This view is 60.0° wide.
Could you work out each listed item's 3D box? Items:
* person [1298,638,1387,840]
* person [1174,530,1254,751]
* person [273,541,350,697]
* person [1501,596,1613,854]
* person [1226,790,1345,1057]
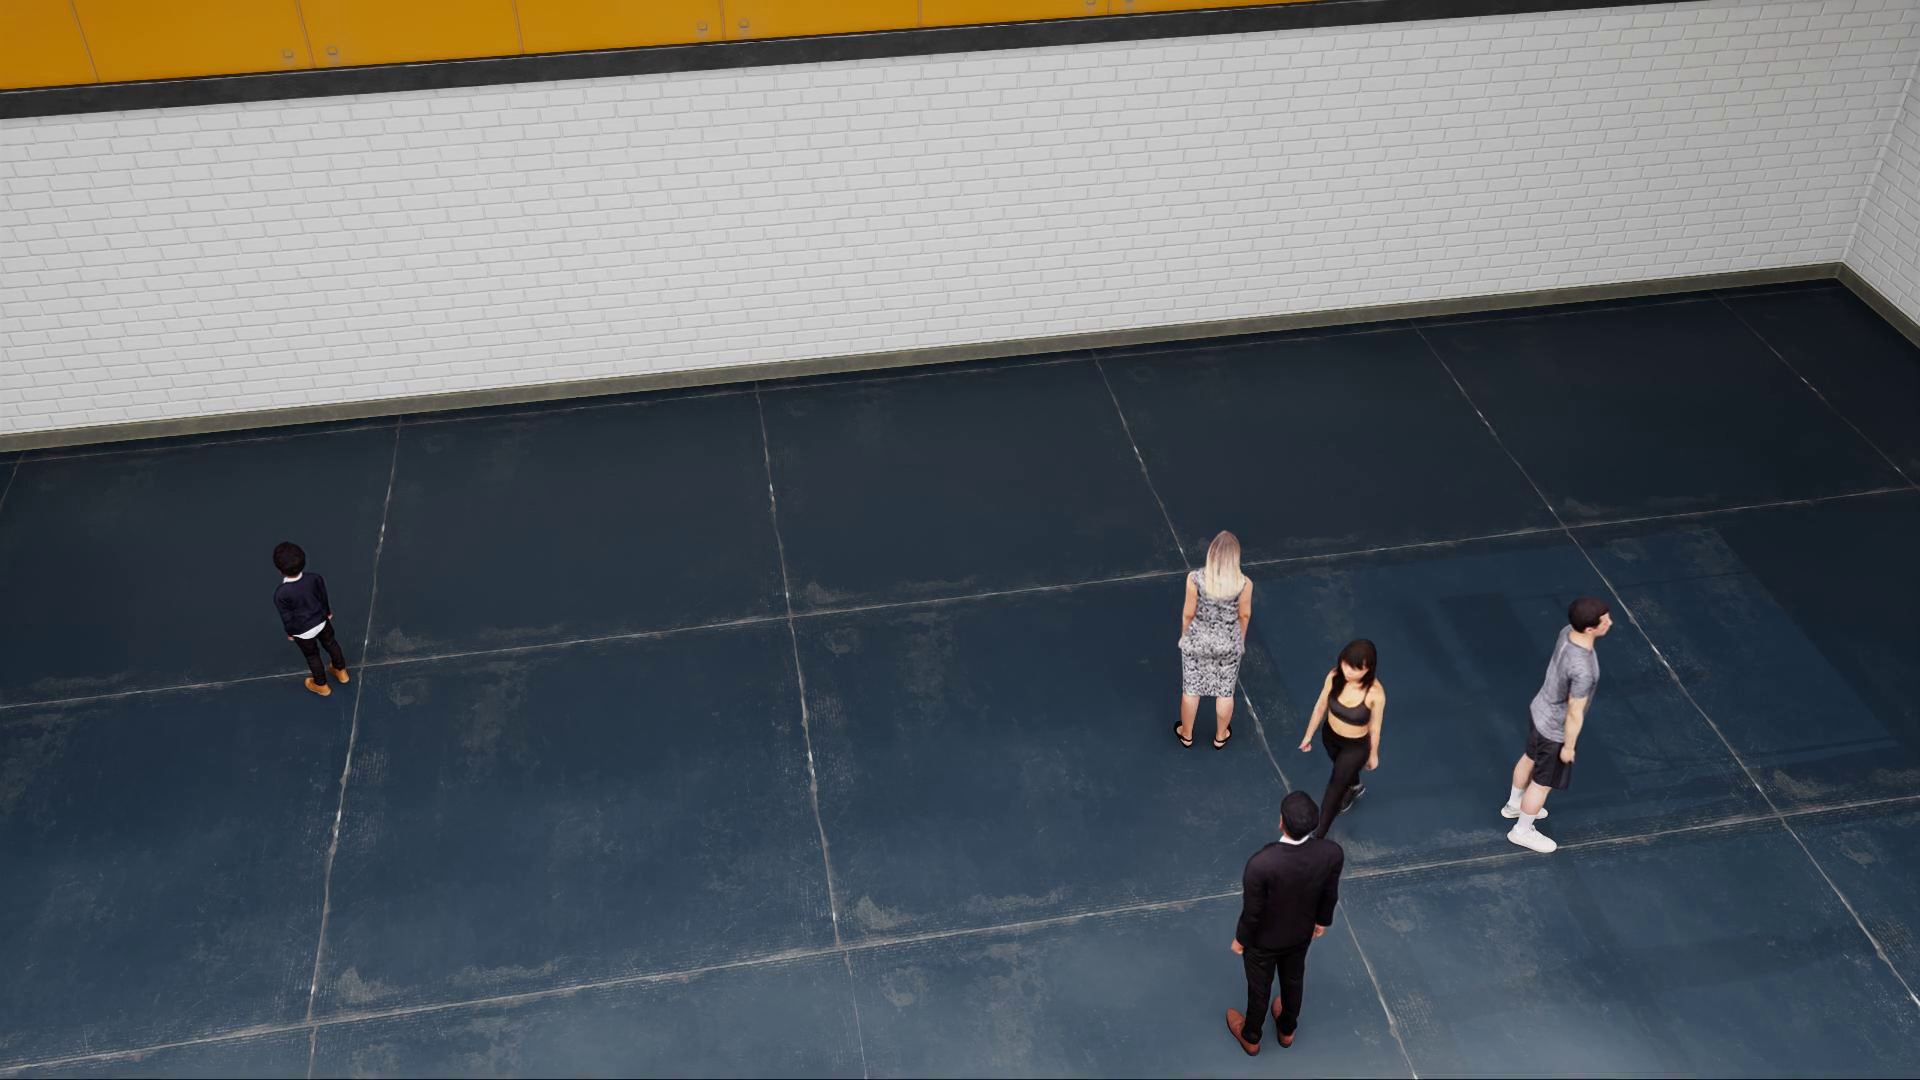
[{"bbox_3d":[2.357,1.173,9.984,1.096,1.602,1.071,30,48,32],"label":"person"},{"bbox_3d":[1.596,0.658,10.548,0.630,1.703,0.595,5,39,7],"label":"person"},{"bbox_3d":[-4.353,0.519,11.104,0.630,1.226,0.581,27,46,30],"label":"person"},{"bbox_3d":[3.547,1.064,9.905,0.776,1.871,0.606,5,39,6],"label":"person"},{"bbox_3d":[1.675,2.021,8.699,0.714,1.881,0.568,-10,40,-12],"label":"person"}]
